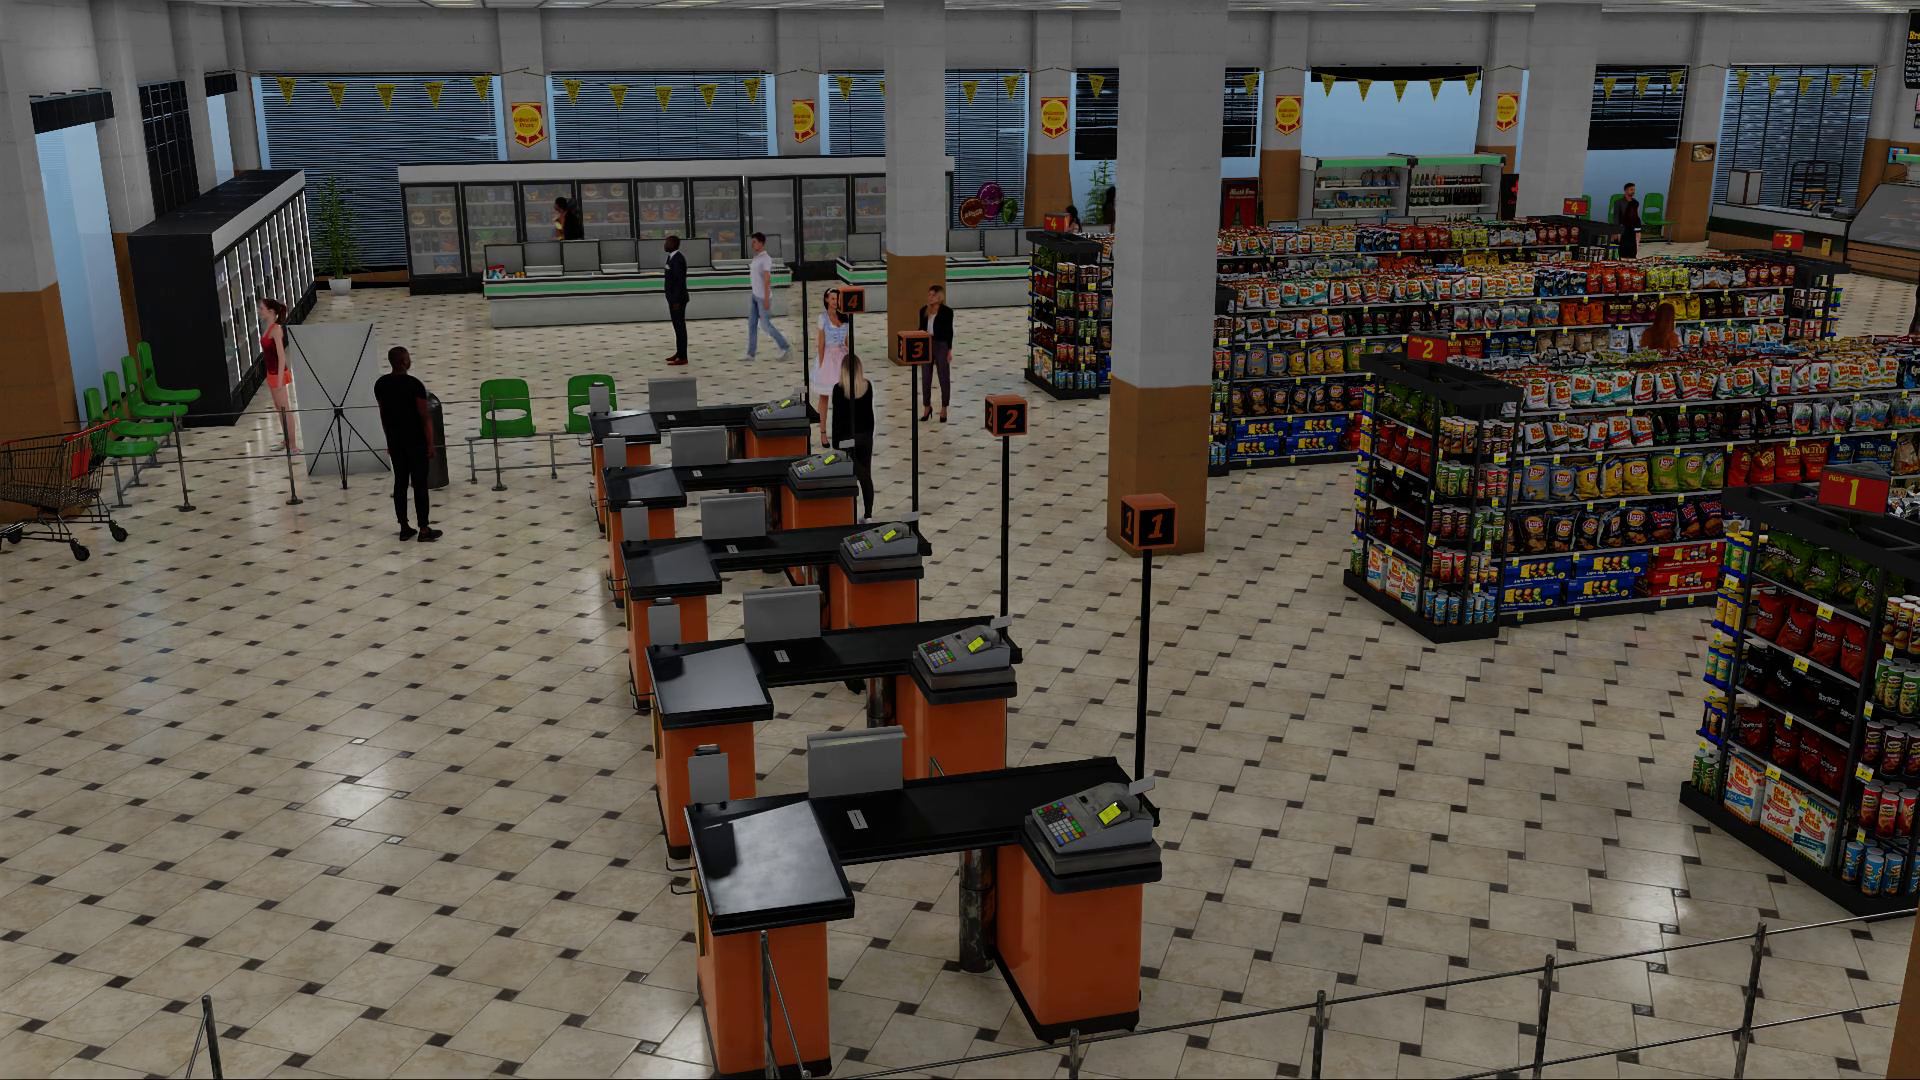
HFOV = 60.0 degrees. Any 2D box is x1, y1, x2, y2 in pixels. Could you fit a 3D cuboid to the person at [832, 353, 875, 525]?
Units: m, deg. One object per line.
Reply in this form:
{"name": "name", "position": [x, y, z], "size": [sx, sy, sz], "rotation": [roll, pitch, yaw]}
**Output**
{"name": "person", "position": [-1.005, -0.925, 15.706], "size": [0.569, 1.685, 0.724], "rotation": [-10, 20, -30]}

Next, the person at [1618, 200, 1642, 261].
{"name": "person", "position": [12.322, -5.440, 30.656], "size": [0.674, 1.638, 0.672], "rotation": [-10, 20, -30]}

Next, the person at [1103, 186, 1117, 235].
{"name": "person", "position": [2.750, -5.674, 31.120], "size": [1.080, 1.816, 0.719], "rotation": [-6, 18, -20]}

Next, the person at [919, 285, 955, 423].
{"name": "person", "position": [-0.294, -2.263, 20.144], "size": [0.640, 1.666, 0.741], "rotation": [5, 18, 17]}

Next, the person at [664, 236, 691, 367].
{"name": "person", "position": [-4.032, -3.428, 23.709], "size": [0.613, 1.824, 0.697], "rotation": [-3, 17, -10]}

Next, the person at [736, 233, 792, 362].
{"name": "person", "position": [-2.770, -3.462, 23.799], "size": [1.083, 1.837, 0.794], "rotation": [-8, 19, -25]}

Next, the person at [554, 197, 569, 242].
{"name": "person", "position": [-7.106, -5.292, 29.970], "size": [0.538, 1.754, 0.590], "rotation": [-2, 17, -7]}

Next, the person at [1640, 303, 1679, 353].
{"name": "person", "position": [7.700, -1.764, 18.404], "size": [0.696, 1.723, 0.699], "rotation": [-13, 21, -36]}

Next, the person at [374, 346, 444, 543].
{"name": "person", "position": [-5.101, -0.887, 15.349], "size": [0.682, 1.820, 0.810], "rotation": [4, 17, 14]}

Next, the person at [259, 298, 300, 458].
{"name": "person", "position": [-7.619, -1.832, 18.575], "size": [0.631, 1.753, 0.621], "rotation": [-10, 19, -29]}

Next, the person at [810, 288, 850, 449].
{"name": "person", "position": [-1.442, -1.970, 18.917], "size": [0.763, 1.818, 0.854], "rotation": [-11, 20, -32]}

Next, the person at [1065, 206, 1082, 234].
{"name": "person", "position": [1.862, -4.753, 28.123], "size": [0.545, 1.795, 0.578], "rotation": [-5, 18, -16]}

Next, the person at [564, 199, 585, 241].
{"name": "person", "position": [-6.772, -4.992, 28.920], "size": [1.236, 1.789, 0.896], "rotation": [-10, 19, -29]}

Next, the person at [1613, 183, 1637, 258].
{"name": "person", "position": [12.574, -5.823, 31.510], "size": [0.594, 1.874, 0.778], "rotation": [-8, 18, -23]}
